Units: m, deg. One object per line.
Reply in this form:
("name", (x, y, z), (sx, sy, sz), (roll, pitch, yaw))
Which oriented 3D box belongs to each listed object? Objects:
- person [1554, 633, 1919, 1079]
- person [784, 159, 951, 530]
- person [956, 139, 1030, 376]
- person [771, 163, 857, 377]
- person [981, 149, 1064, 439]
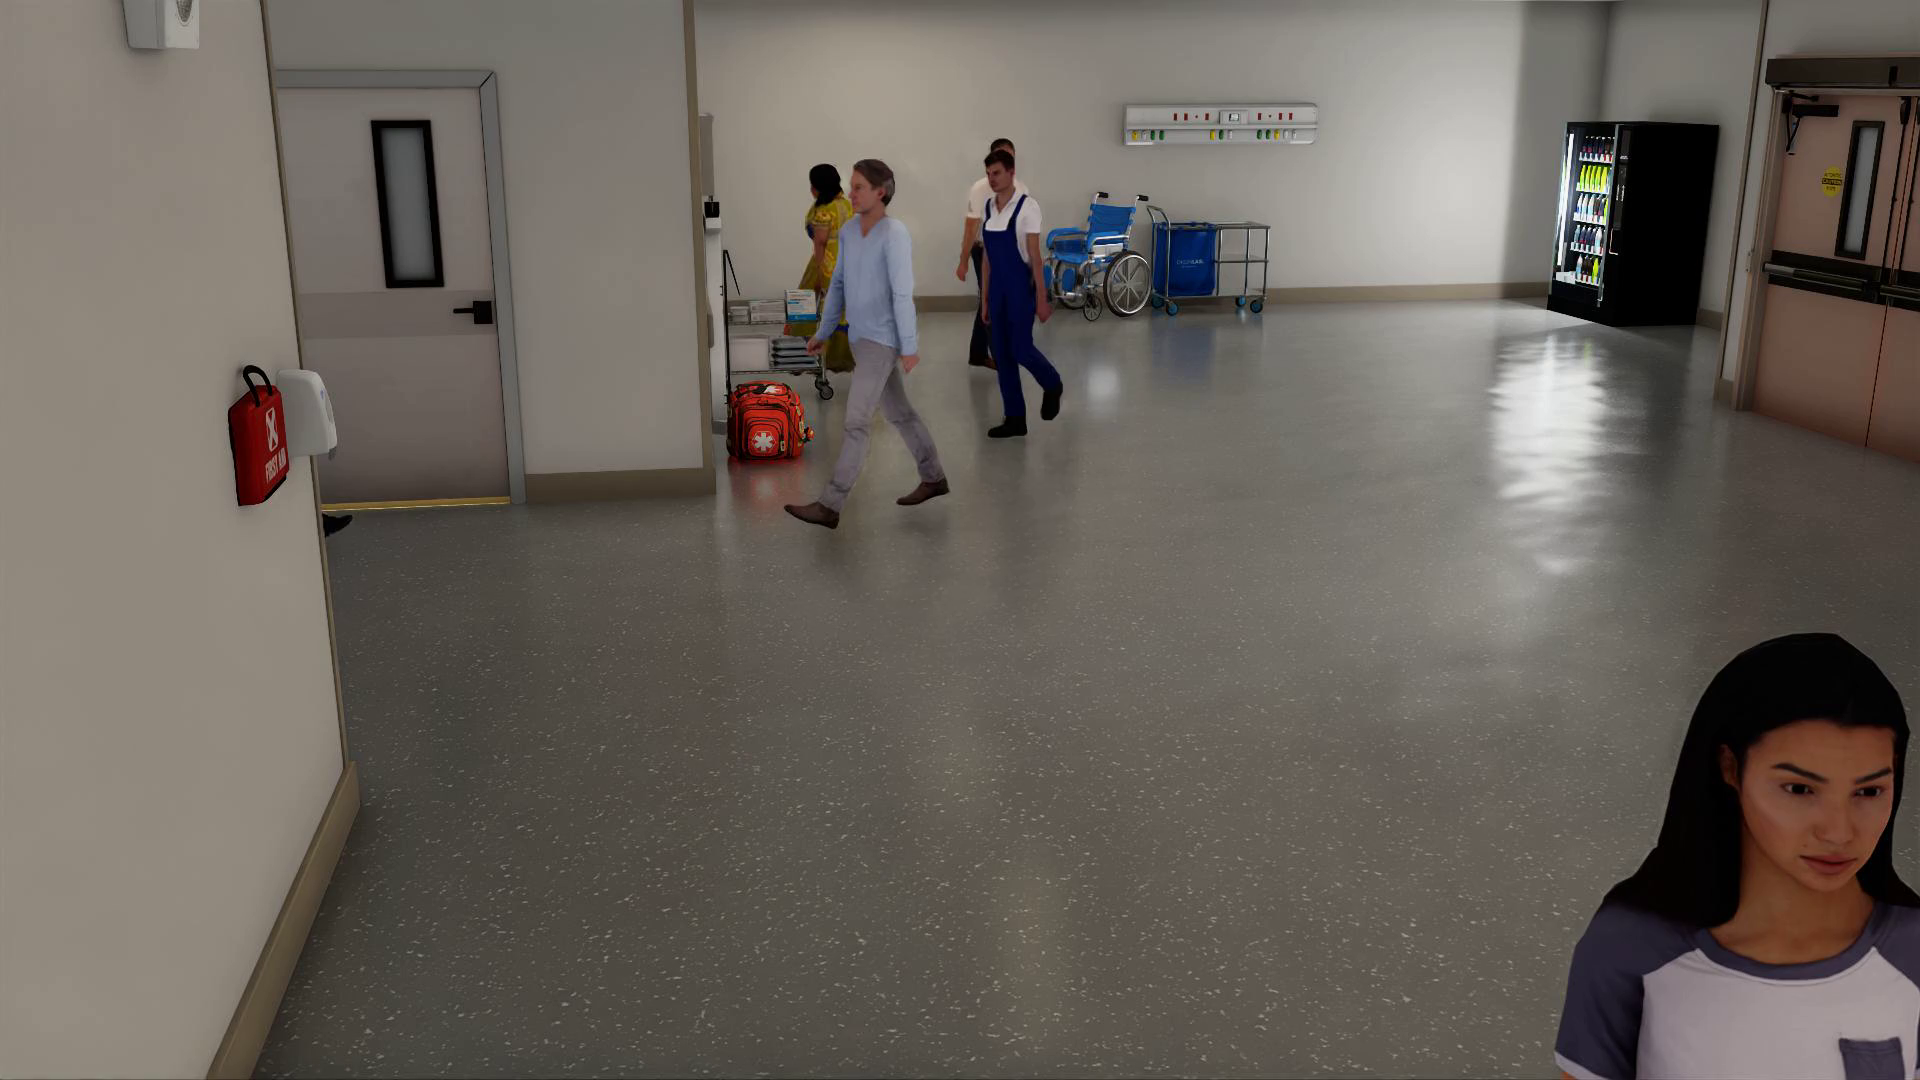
("person", (0.895, 0.932, 1.975), (0.613, 1.733, 0.531), (0, 16, -2))
("person", (-0.359, -0.990, 8.593), (1.057, 1.841, 1.303), (-10, 19, -32))
("person", (0.219, -2.095, 12.623), (1.061, 1.783, 1.364), (-11, 19, -35))
("person", (-0.879, -1.960, 12.450), (1.267, 1.616, 1.226), (11, 19, 34))
("person", (0.388, -1.583, 10.731), (0.978, 1.822, 0.993), (14, 21, 41))
